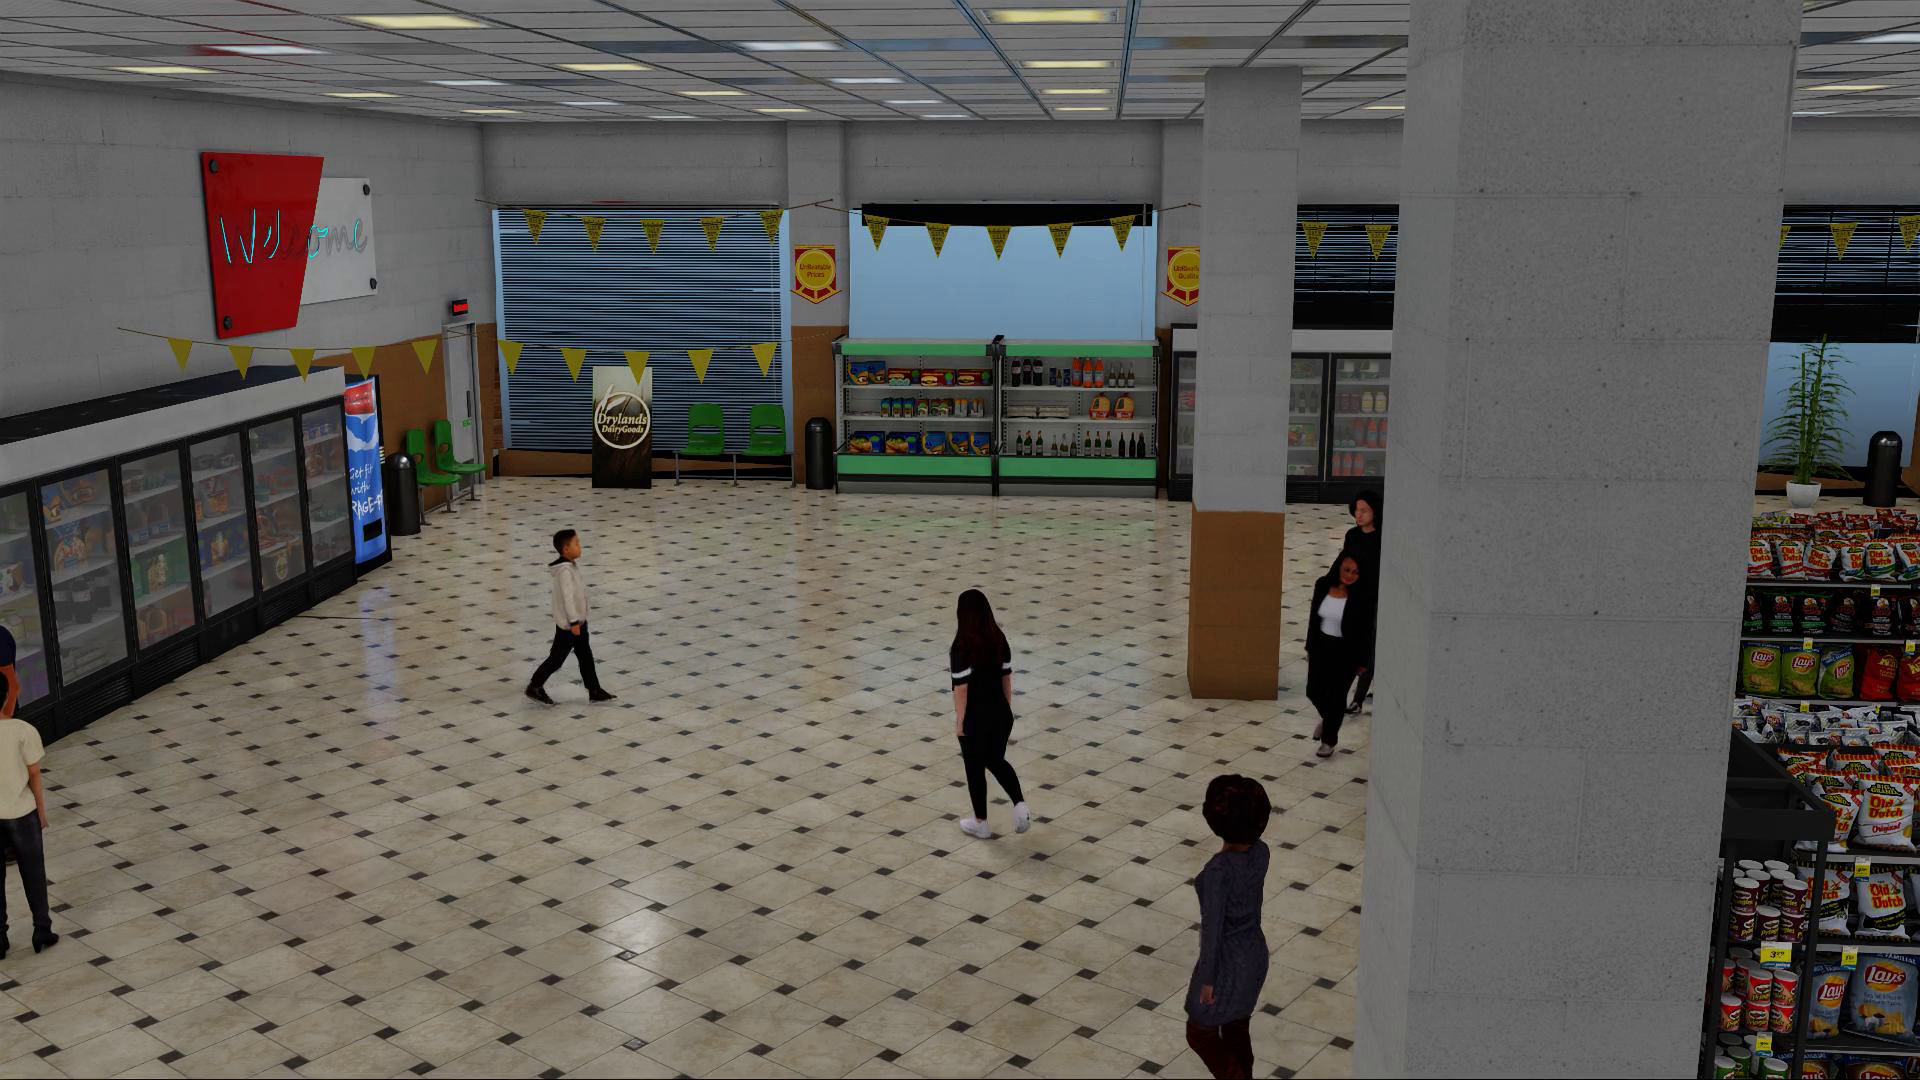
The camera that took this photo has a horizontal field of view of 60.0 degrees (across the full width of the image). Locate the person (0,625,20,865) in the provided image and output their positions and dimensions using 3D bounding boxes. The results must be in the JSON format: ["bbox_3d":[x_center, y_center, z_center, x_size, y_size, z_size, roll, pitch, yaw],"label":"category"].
[{"bbox_3d":[-5.934,1.096,10.229,0.658,1.792,0.780,9,15,37],"label":"person"}]

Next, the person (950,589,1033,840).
[{"bbox_3d":[0.186,1.134,10.467,0.906,1.619,0.960,-9,15,-36],"label":"person"}]

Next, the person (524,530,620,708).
[{"bbox_3d":[-3.179,0.645,13.236,0.988,1.435,0.656,0,12,-2],"label":"person"}]

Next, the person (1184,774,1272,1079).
[{"bbox_3d":[1.207,1.829,6.966,0.810,1.701,0.873,-10,16,-40],"label":"person"}]

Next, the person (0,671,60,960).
[{"bbox_3d":[-5.145,1.470,8.951,0.557,1.587,0.714,-4,13,-19],"label":"person"}]

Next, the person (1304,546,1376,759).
[{"bbox_3d":[2.790,0.808,12.110,0.829,1.581,0.891,9,15,36],"label":"person"}]
